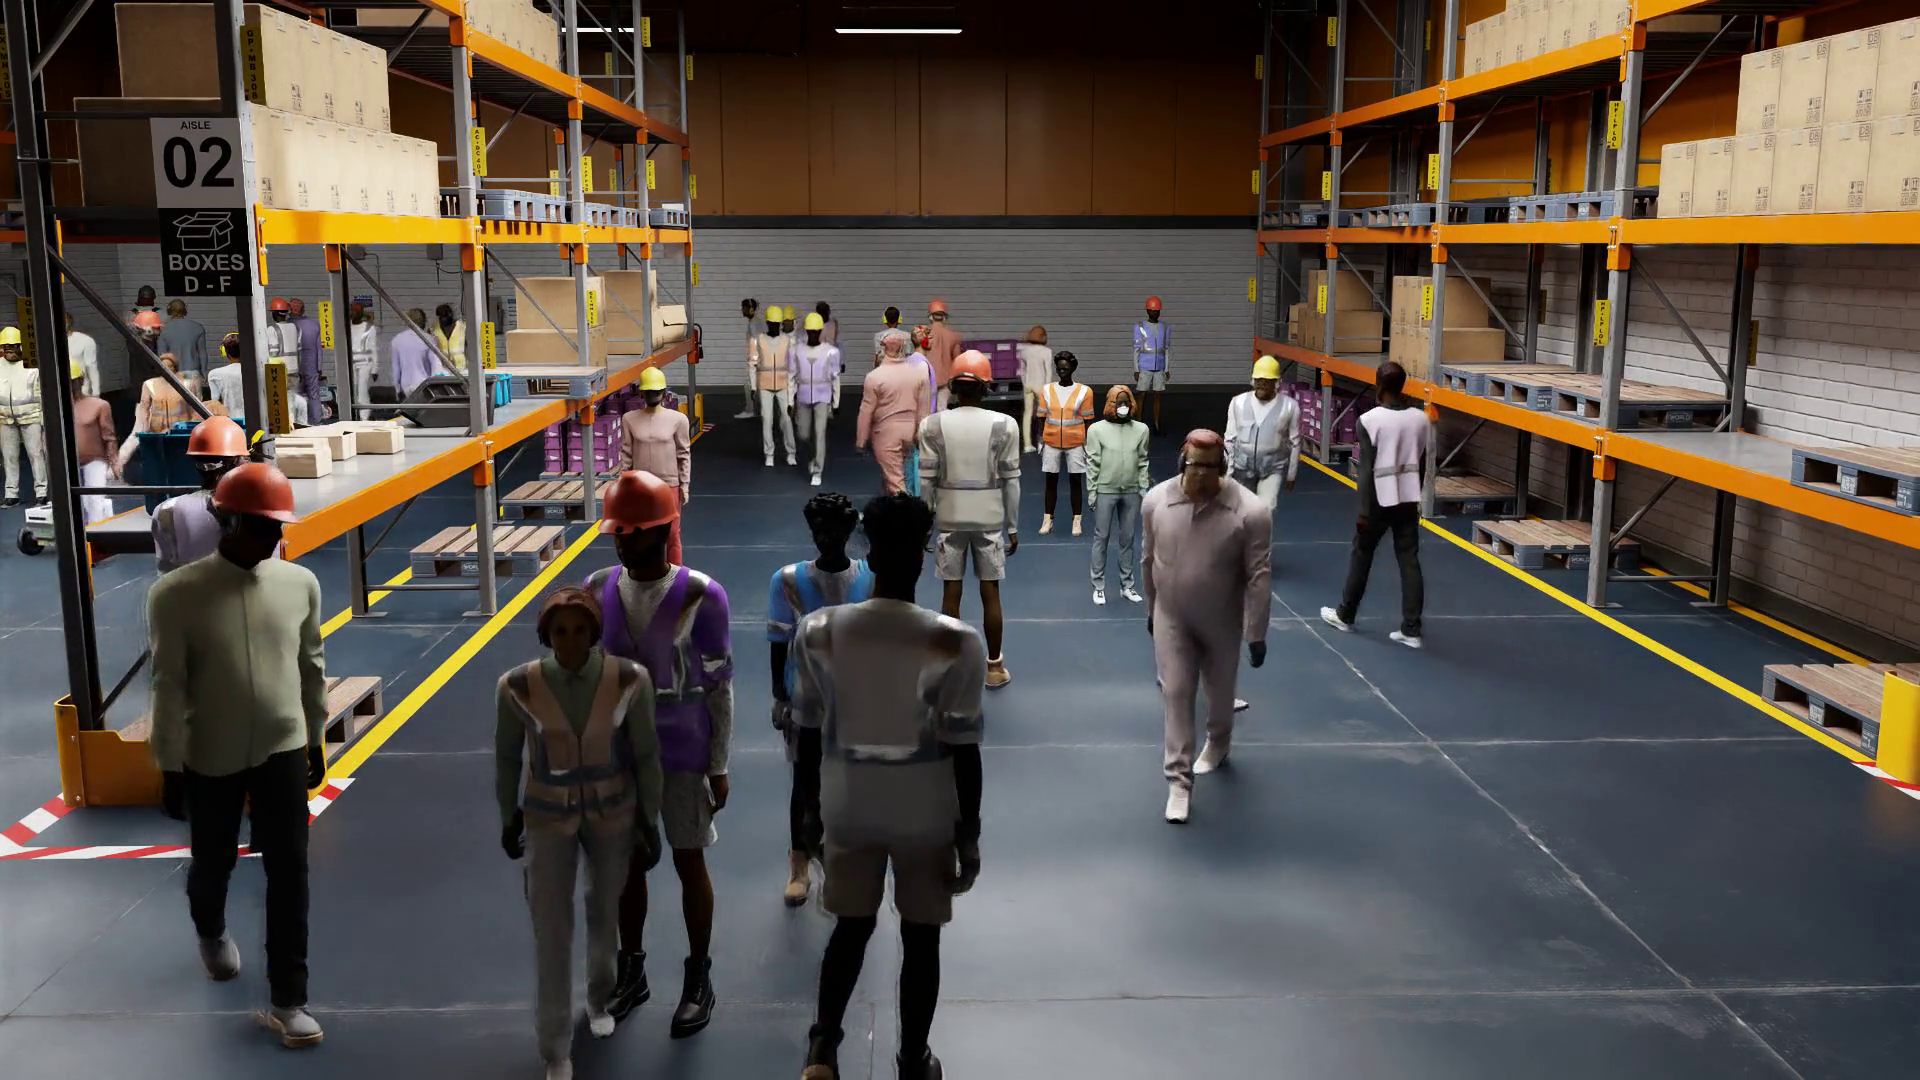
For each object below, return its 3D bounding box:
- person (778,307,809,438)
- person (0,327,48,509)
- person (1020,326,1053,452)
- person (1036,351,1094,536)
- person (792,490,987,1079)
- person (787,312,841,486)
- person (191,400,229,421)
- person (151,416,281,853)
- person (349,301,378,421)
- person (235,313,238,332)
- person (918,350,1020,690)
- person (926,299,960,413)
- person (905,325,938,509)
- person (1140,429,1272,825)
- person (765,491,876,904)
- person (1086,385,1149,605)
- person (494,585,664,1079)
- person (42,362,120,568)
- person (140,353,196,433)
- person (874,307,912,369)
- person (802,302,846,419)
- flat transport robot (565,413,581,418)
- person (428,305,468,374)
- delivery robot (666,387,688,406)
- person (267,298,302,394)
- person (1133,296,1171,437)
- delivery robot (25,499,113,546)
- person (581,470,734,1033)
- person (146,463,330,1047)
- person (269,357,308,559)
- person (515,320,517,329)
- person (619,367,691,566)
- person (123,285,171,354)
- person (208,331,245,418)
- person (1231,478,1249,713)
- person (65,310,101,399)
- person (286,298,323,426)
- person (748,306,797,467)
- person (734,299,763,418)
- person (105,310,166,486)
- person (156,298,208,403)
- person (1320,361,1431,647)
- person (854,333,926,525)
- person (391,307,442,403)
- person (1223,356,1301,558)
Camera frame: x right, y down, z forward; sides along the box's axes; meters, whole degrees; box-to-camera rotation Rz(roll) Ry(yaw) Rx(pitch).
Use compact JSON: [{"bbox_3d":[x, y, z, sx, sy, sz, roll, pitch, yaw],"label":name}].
[{"bbox_3d":[-2.350,-2.342,23.098,0.603,1.795,0.906,0,10,2],"label":"person"},{"bbox_3d":[-9.480,-1.226,16.757,0.586,1.833,0.403,-2,10,-12],"label":"person"},{"bbox_3d":[1.041,-1.944,21.357,0.527,1.600,0.740,7,13,36],"label":"person"},{"bbox_3d":[0.954,-0.877,15.191,0.532,1.697,0.319,2,10,13],"label":"person"},{"bbox_3d":[-0.226,0.834,4.970,0.617,1.945,0.606,3,11,14],"label":"person"},{"bbox_3d":[-1.618,-1.584,18.529,0.597,1.911,0.707,1,10,5],"label":"person"},{"bbox_3d":[-5.027,-0.129,11.236,0.501,1.629,0.283,10,14,43],"label":"person"},{"bbox_3d":[-3.218,0.421,7.320,0.541,1.932,0.382,0,10,-3],"label":"person"},{"bbox_3d":[-8.348,-2.399,23.181,0.583,1.868,0.480,3,11,16],"label":"person"},{"bbox_3d":[-11.469,-3.071,26.897,0.573,1.883,0.355,9,13,40],"label":"person"},{"bbox_3d":[0.056,-0.113,9.968,0.609,2.043,0.397,1,10,6],"label":"person"},{"bbox_3d":[-0.293,-1.986,20.585,0.640,1.976,0.435,-4,11,-21],"label":"person"},{"bbox_3d":[-0.403,-1.234,16.758,0.389,1.849,0.566,-3,11,-16],"label":"person"},{"bbox_3d":[1.186,0.351,8.025,0.647,1.829,1.060,3,11,16],"label":"person"},{"bbox_3d":[-0.513,0.638,6.747,0.540,1.697,0.316,-1,10,-7],"label":"person"},{"bbox_3d":[1.174,-0.336,12.357,0.500,1.633,0.280,-3,11,-17],"label":"person"},{"bbox_3d":[-1.216,0.939,5.348,0.520,1.595,0.813,-3,11,-18],"label":"person"},{"bbox_3d":[-7.275,-0.626,13.776,0.527,1.699,0.971,-3,10,-14],"label":"person"},{"bbox_3d":[-7.839,-1.060,16.528,0.502,1.581,0.895,-2,10,-12],"label":"person"},{"bbox_3d":[-0.848,-2.035,21.179,0.510,1.865,0.329,-1,10,-8],"label":"person"},{"bbox_3d":[-2.024,-2.660,24.893,0.670,1.773,1.015,-4,11,-20],"label":"person"},{"bbox_3d":[-5.311,-1.857,24.622,1.431,0.197,0.652,8,13,38],"label":"flat transport robot"},{"bbox_3d":[-7.300,-2.490,23.974,0.687,1.783,0.879,-2,10,-12],"label":"person"},{"bbox_3d":[-4.269,-1.992,24.320,0.477,0.478,0.707,3,10,16],"label":"delivery robot"},{"bbox_3d":[-9.074,-2.275,22.311,0.372,1.935,0.551,4,11,23],"label":"person"},{"bbox_3d":[2.644,-2.378,22.881,0.545,1.939,0.354,-3,11,-16],"label":"person"},{"bbox_3d":[-7.702,-0.210,14.397,0.477,0.478,0.707,3,11,16],"label":"delivery robot"},{"bbox_3d":[-1.041,0.721,5.616,0.550,1.935,0.376,2,10,13],"label":"person"},{"bbox_3d":[-2.485,0.697,5.741,0.629,1.947,0.926,-9,13,-40],"label":"person"},{"bbox_3d":[-5.765,-0.710,14.200,0.489,1.728,0.593,0,10,-1],"label":"person"},{"bbox_3d":[-6.499,-2.782,25.401,0.430,1.845,0.619,3,11,16],"label":"person"},{"bbox_3d":[-2.259,-0.397,12.329,0.530,1.766,0.318,0,10,1],"label":"person"},{"bbox_3d":[-12.055,-2.779,24.831,0.672,2.000,0.536,-2,10,-12],"label":"person"},{"bbox_3d":[-6.536,-0.958,15.148,0.514,1.876,0.328,-5,11,-24],"label":"person"},{"bbox_3d":[1.412,0.185,9.583,0.524,1.584,0.891,-6,12,-32],"label":"person"},{"bbox_3d":[-10.242,-1.699,19.141,0.646,1.920,0.483,-2,10,-10],"label":"person"},{"bbox_3d":[-9.106,-2.374,22.941,0.407,1.910,0.640,9,13,41],"label":"person"},{"bbox_3d":[-2.223,-1.833,19.900,0.605,1.922,0.423,-2,10,-11],"label":"person"},{"bbox_3d":[-3.026,-2.778,25.418,0.827,1.831,0.543,0,10,0],"label":"person"},{"bbox_3d":[-8.864,-1.519,18.093,1.052,1.952,0.608,-5,11,-27],"label":"person"},{"bbox_3d":[-10.215,-2.196,21.866,0.627,1.941,0.370,-8,13,-36],"label":"person"},{"bbox_3d":[2.855,-0.262,11.262,0.622,1.873,0.937,-4,11,-23],"label":"person"},{"bbox_3d":[-0.705,-0.917,14.921,0.932,1.863,0.674,10,14,43],"label":"person"},{"bbox_3d":[-6.535,-1.829,19.942,0.642,1.911,0.920,3,11,18],"label":"person"},{"bbox_3d":[2.422,-0.591,13.349,0.584,1.796,0.911,4,11,23],"label":"person"}]
